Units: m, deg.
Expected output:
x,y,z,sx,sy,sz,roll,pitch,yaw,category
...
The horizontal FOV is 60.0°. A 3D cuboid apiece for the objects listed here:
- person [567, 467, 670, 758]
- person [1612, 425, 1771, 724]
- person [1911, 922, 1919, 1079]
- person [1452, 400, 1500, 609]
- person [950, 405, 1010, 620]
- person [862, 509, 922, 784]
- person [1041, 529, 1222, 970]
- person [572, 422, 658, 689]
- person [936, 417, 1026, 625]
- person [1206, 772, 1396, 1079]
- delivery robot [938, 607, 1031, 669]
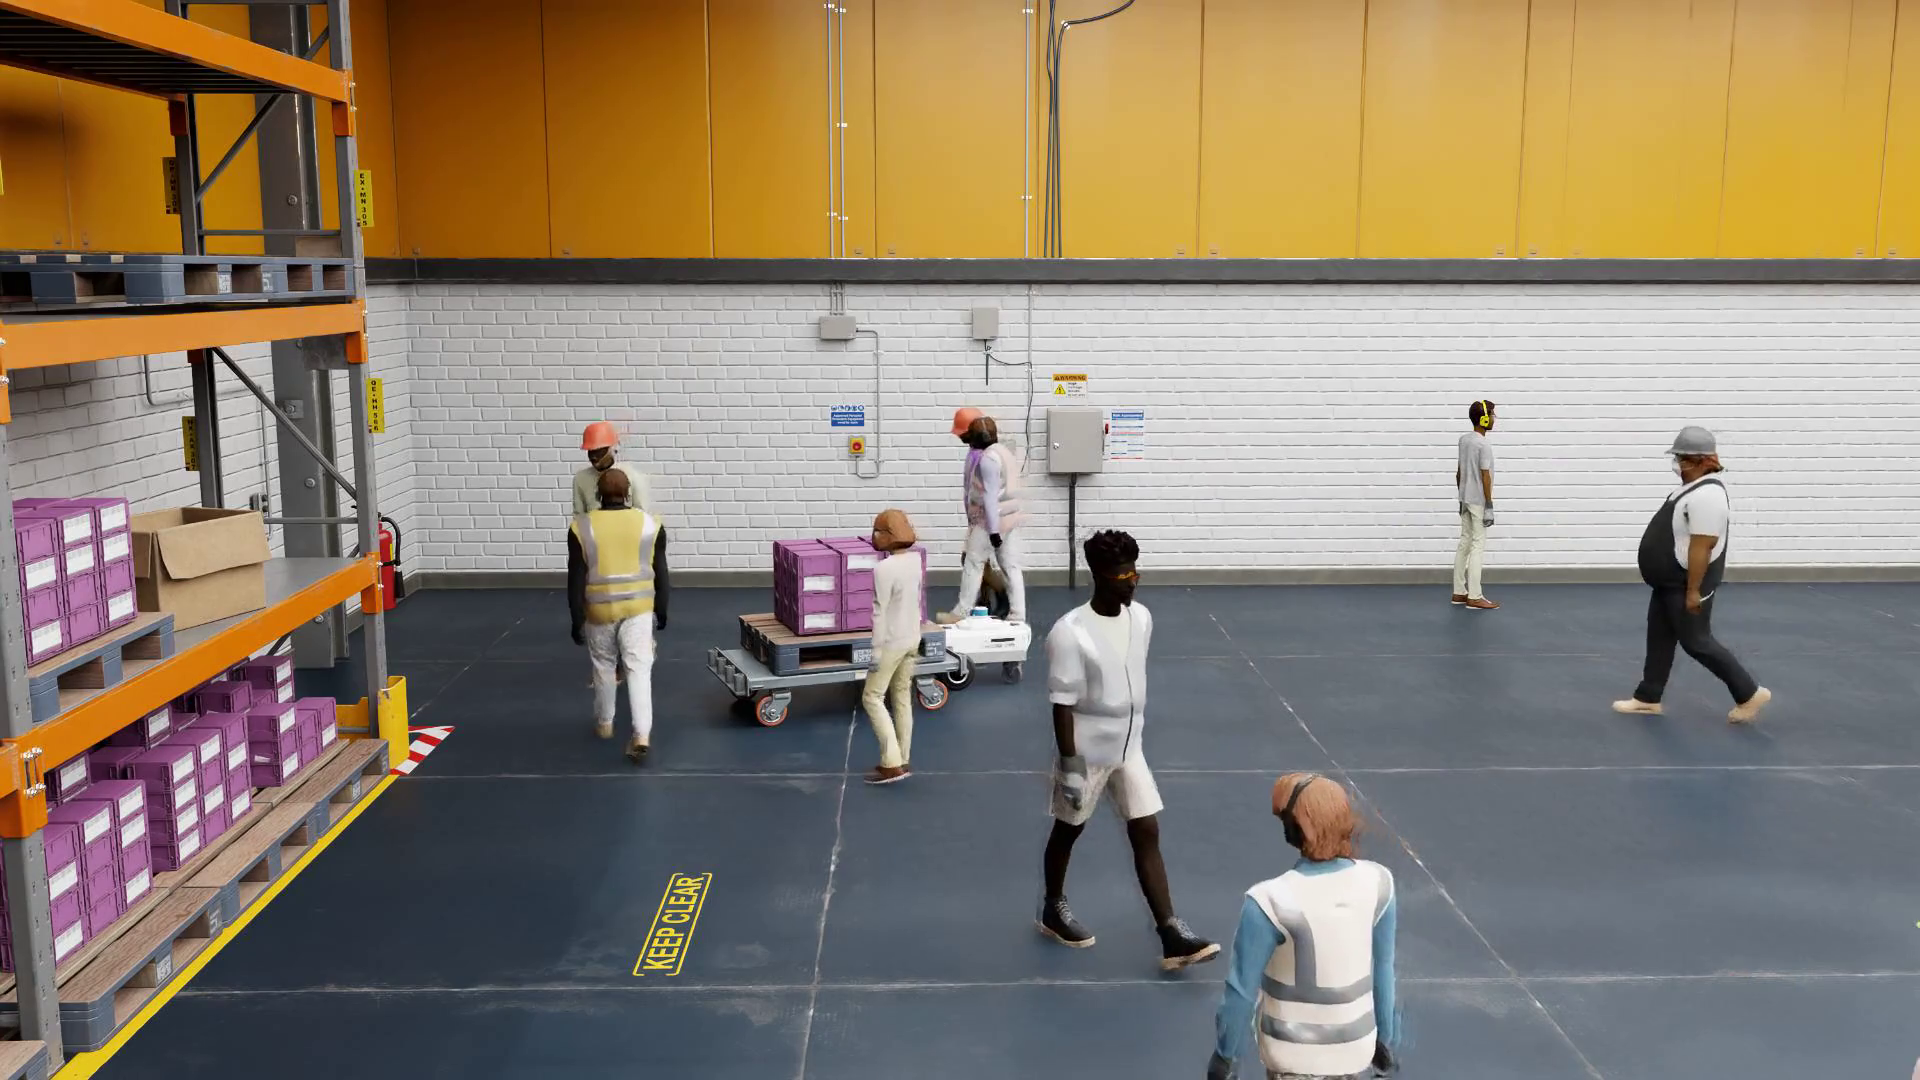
x,y,z,sx,sy,sz,roll,pitch,yaw,category
-2.133,0.446,10.460,0.644,1.802,0.959,-3,10,-17,person
4.934,0.218,11.090,0.889,2.000,0.687,3,10,17,person
2.197,1.568,3.748,0.538,1.723,0.881,-6,11,-31,person
4.639,-0.319,14.913,0.328,1.870,0.512,-2,10,-13,person
0.182,-0.205,14.132,0.540,1.896,0.641,0,9,2,person
-0.402,0.630,9.830,0.328,1.625,0.552,5,10,27,person
0.689,0.913,7.175,0.634,1.917,0.992,-7,12,-38,person
-2.514,0.072,12.306,0.655,1.948,0.923,4,10,24,person
0.182,-0.135,13.973,0.867,1.803,0.683,3,10,20,person
0.957,1.451,4.808,0.537,1.613,0.683,-5,10,-28,person
0.155,0.732,12.192,0.707,0.478,0.477,-2,9,-13,delivery robot
